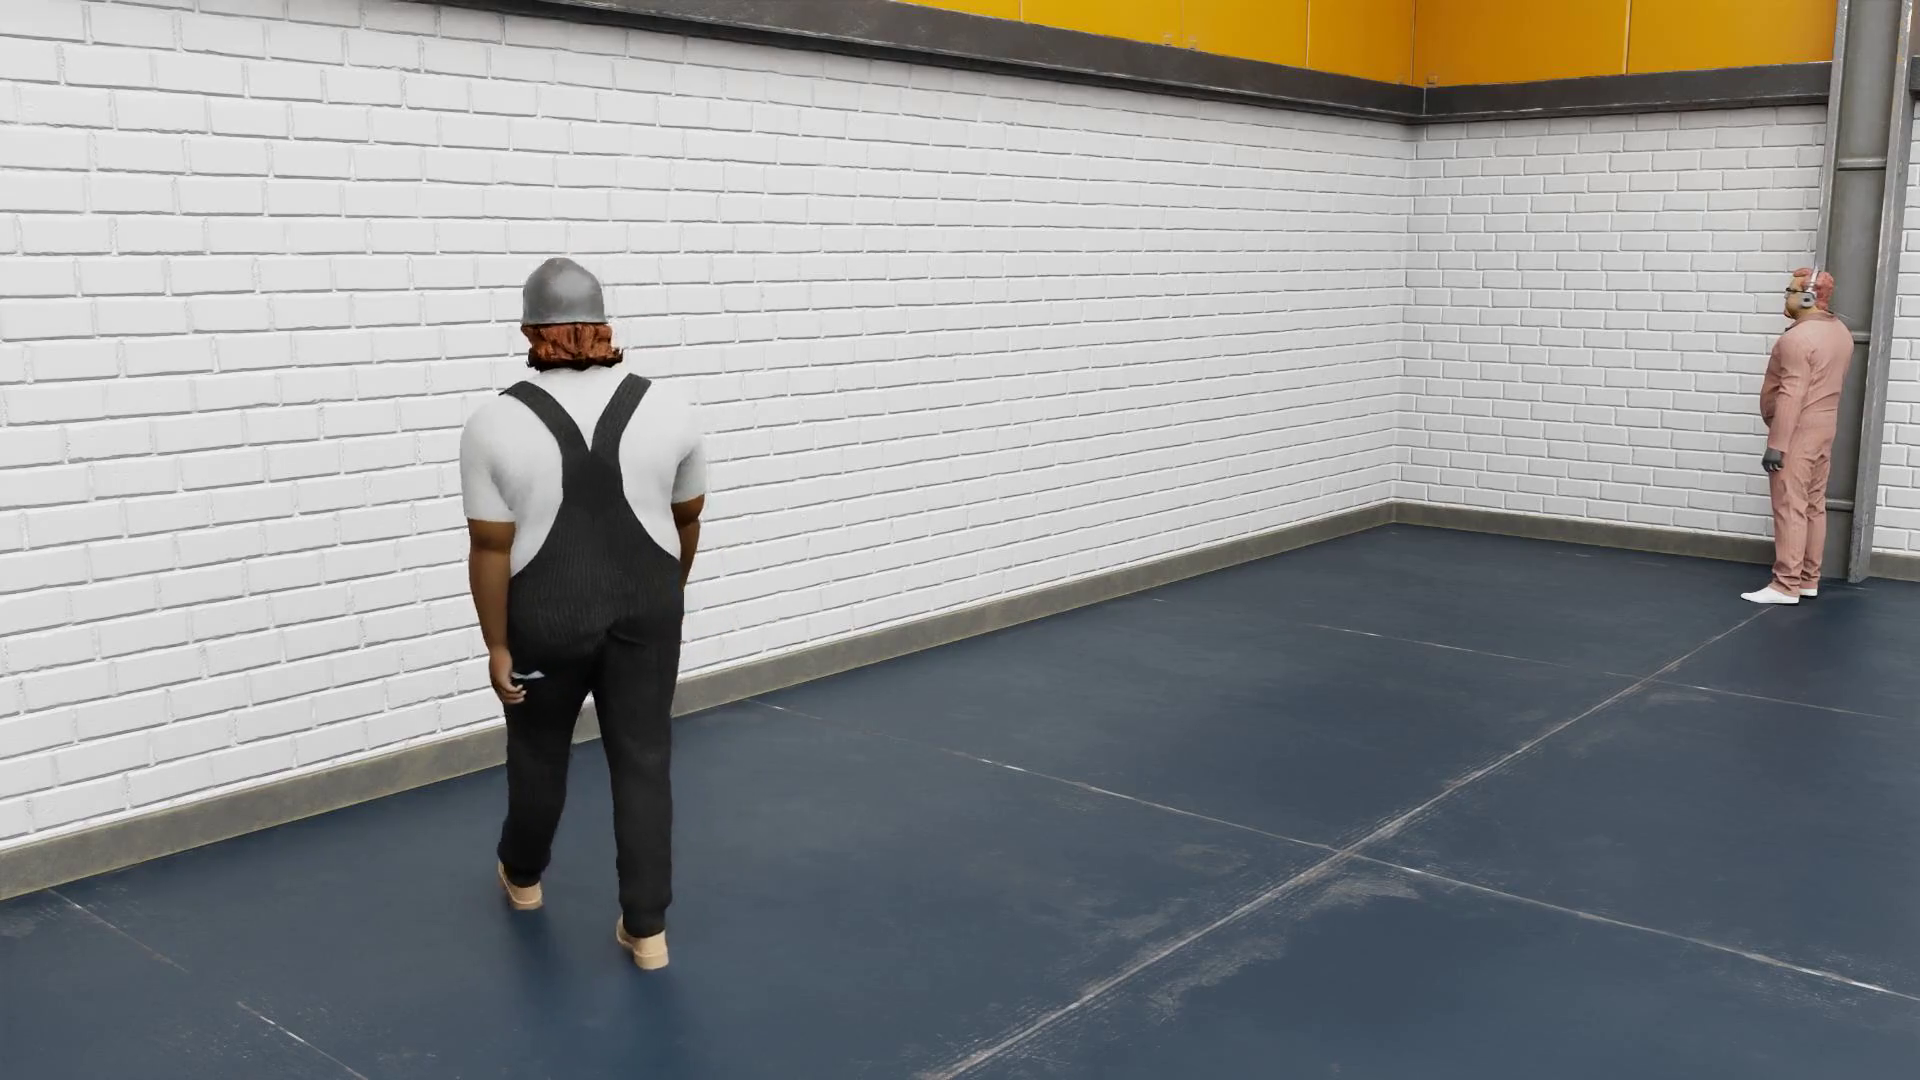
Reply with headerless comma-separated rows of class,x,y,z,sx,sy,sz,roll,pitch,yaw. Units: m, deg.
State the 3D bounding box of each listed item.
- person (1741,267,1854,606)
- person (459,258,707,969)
person,4.760,-0.583,9.468,0.650,1.913,0.409,-8,13,-40
person,-1.102,0.164,4.849,0.692,2.000,0.882,-4,11,-22
